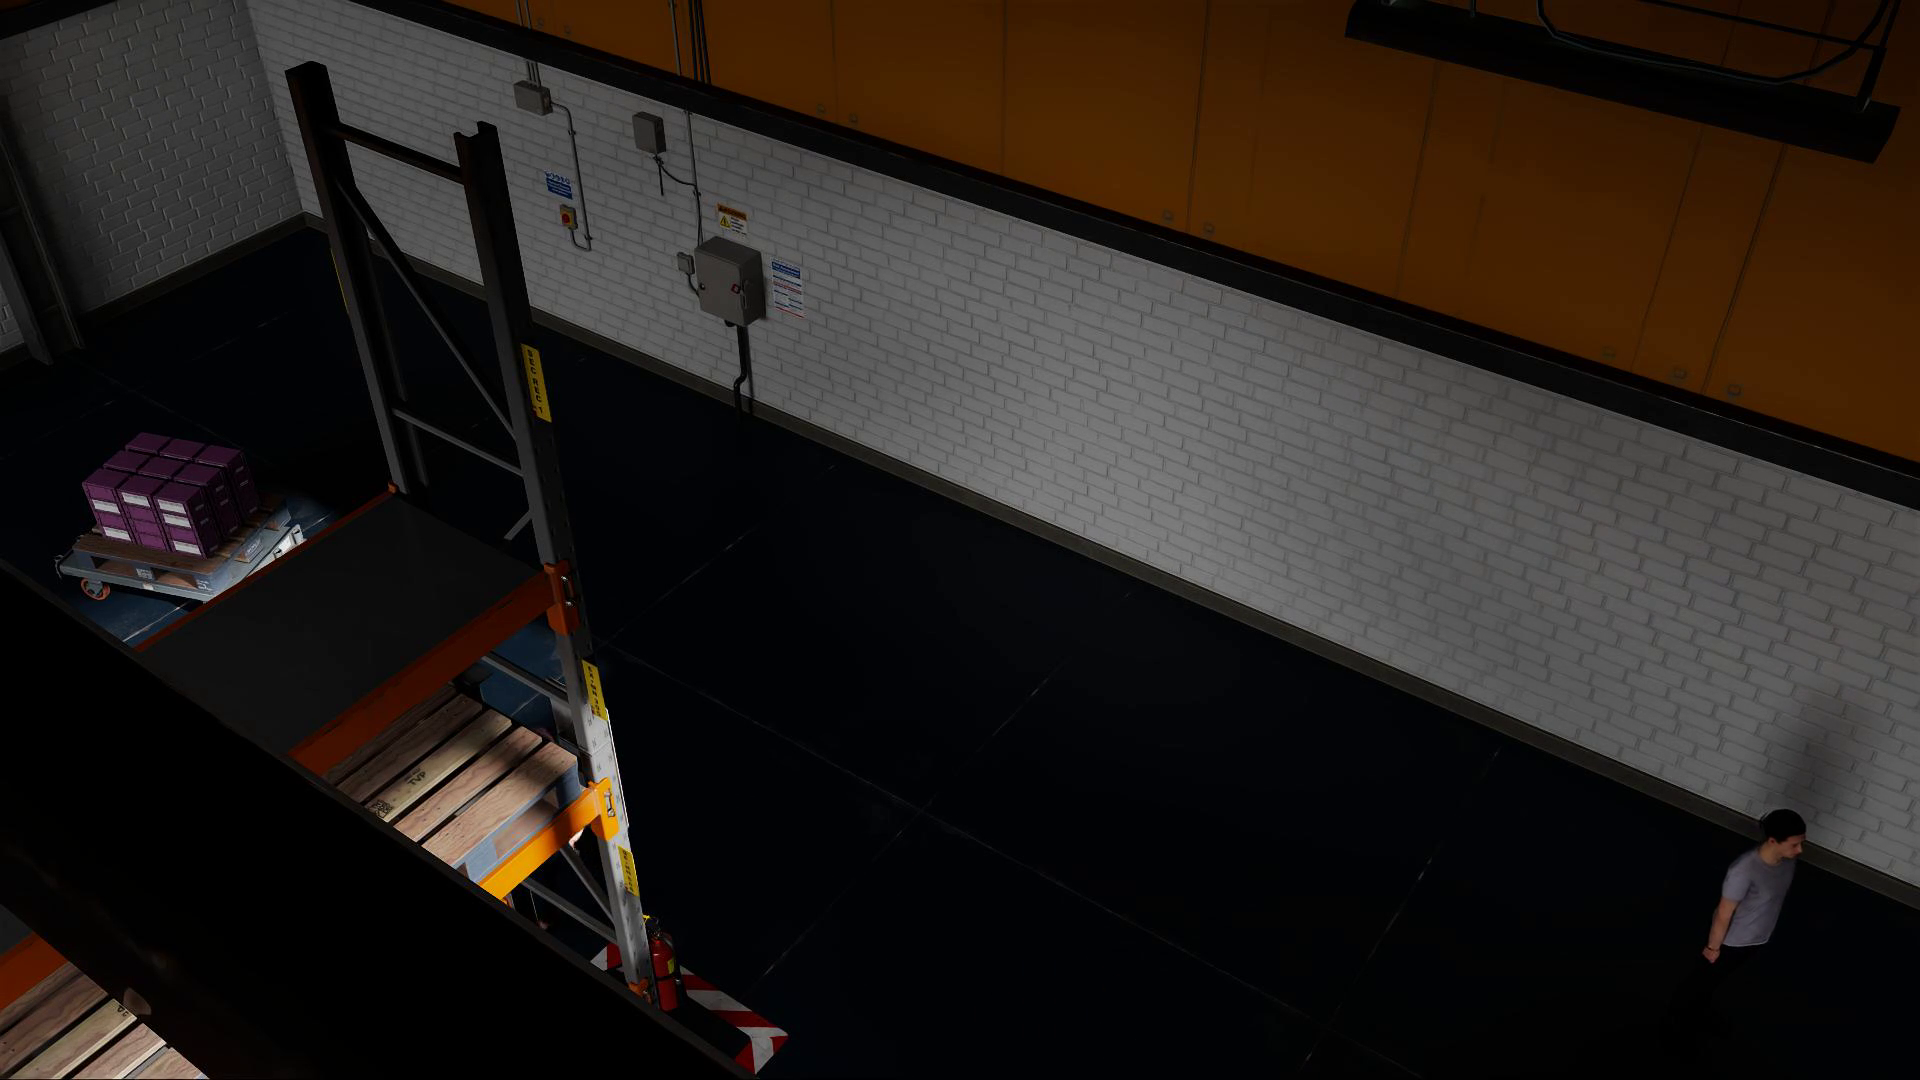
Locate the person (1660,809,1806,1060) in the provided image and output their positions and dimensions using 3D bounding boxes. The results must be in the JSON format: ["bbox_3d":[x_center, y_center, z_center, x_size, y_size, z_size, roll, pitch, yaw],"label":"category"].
[{"bbox_3d":[4.368,2.167,9.347,0.617,1.863,0.801,-23,44,-26],"label":"person"}]

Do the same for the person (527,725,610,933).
[{"bbox_3d":[-2.278,1.730,9.978,1.028,1.758,0.967,-4,39,-5],"label":"person"}]
